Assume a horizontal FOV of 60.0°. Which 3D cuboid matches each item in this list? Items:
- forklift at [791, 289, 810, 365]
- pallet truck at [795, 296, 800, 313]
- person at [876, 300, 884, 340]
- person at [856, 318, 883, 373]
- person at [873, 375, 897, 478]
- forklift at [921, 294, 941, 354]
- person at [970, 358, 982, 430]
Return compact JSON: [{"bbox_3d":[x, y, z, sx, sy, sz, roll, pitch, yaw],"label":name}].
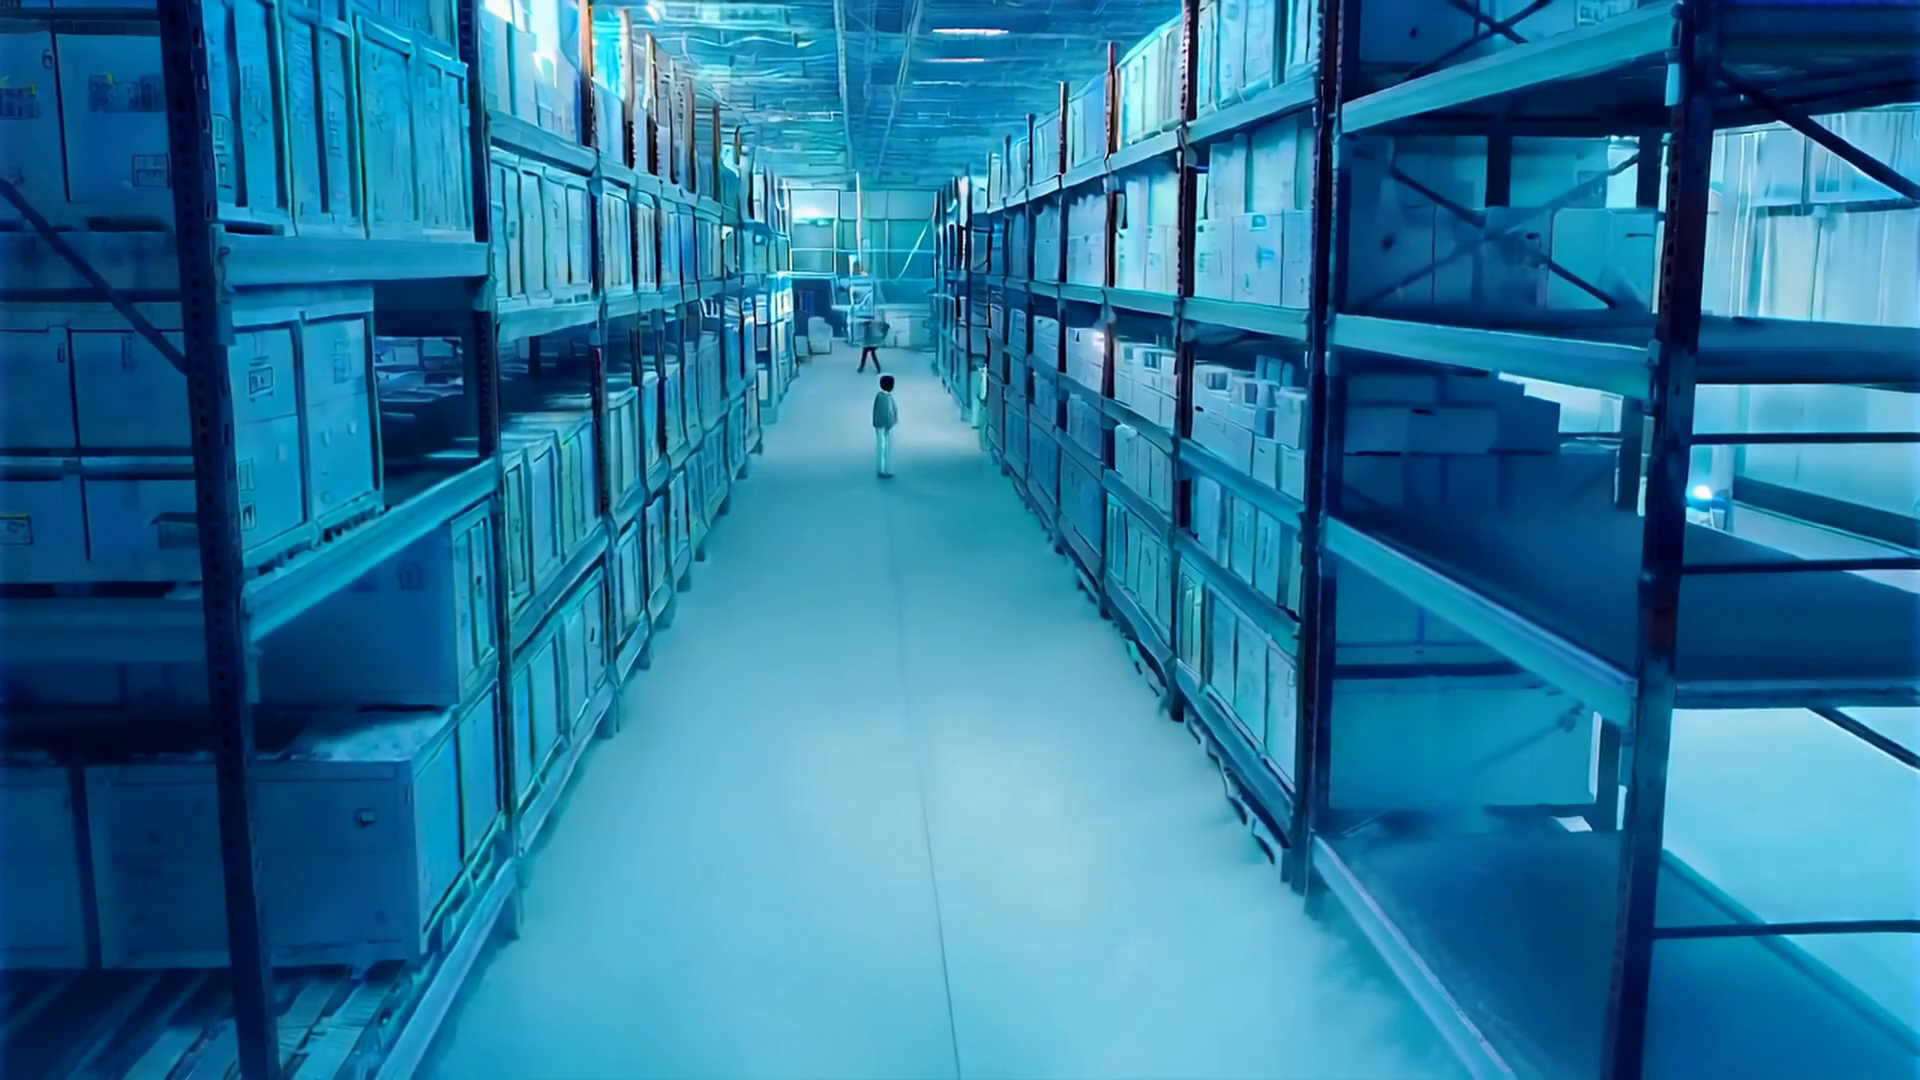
[{"bbox_3d":[-6.180,-7.957,61.998,1.129,2.768,1.873,-1,10,-3],"label":"forklift"},{"bbox_3d":[-8.622,-12.439,91.403,1.885,1.965,0.823,2,10,13],"label":"pallet truck"},{"bbox_3d":[-4.029,-10.865,82.182,0.548,1.937,0.379,8,12,40],"label":"person"},{"bbox_3d":[-3.091,-6.687,57.276,0.992,1.932,0.648,5,11,26],"label":"person"},{"bbox_3d":[-1.333,-2.031,29.732,0.429,1.836,0.632,-2,10,-9],"label":"person"},{"bbox_3d":[-0.556,-9.101,68.834,1.873,2.768,1.129,-9,13,-44],"label":"forklift"},{"bbox_3d":[0.383,-3.357,38.240,0.285,1.633,0.500,0,10,-1],"label":"person"}]
